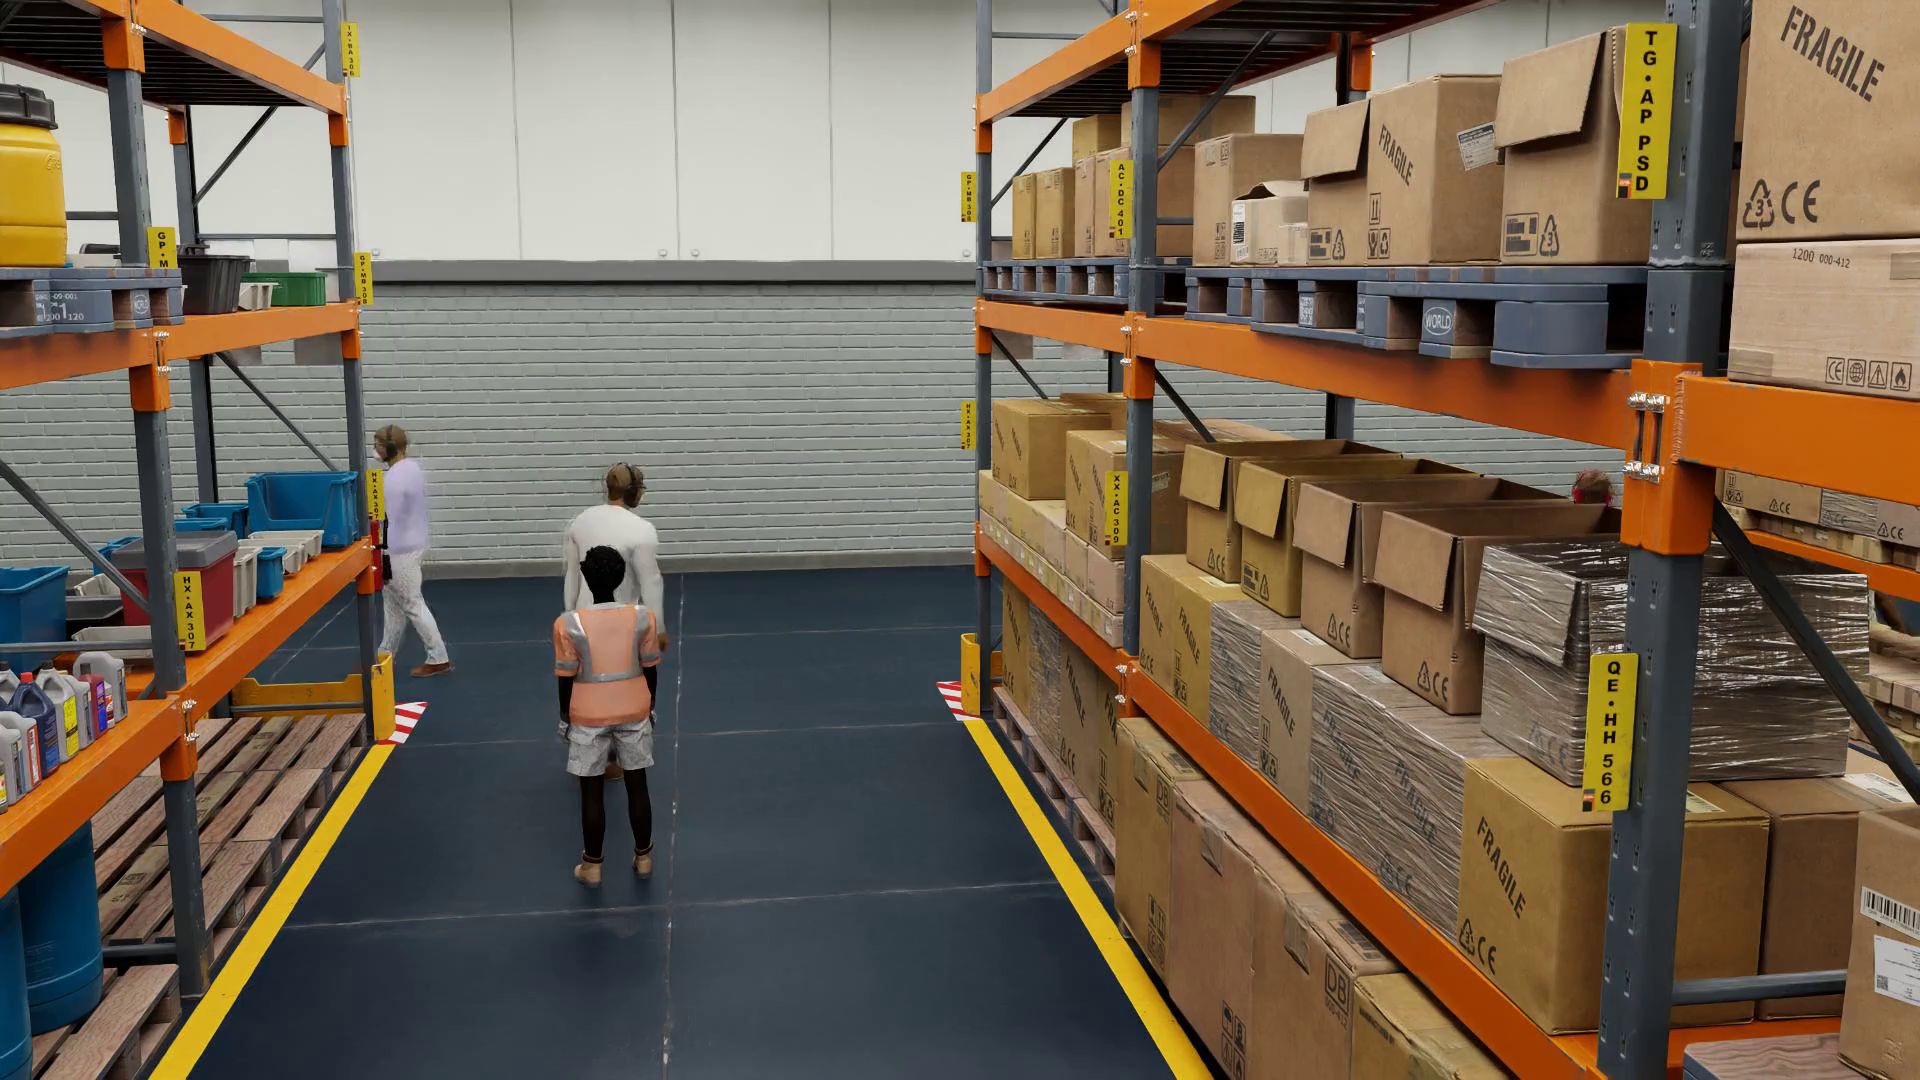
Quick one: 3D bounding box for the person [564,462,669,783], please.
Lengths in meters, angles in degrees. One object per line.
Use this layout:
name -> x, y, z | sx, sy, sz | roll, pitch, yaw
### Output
person -> -2.037, 0.492, 9.868 | 0.640, 1.904, 0.637 | 7, 12, 38

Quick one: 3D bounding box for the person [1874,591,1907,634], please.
person -> 6.764, 0.027, 12.721 | 1.223, 1.938, 0.624 | 4, 10, 25

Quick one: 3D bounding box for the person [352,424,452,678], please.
person -> -4.163, 0.095, 12.332 | 0.677, 1.927, 0.650 | -1, 9, -8

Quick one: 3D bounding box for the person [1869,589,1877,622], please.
person -> 6.429, 0.182, 11.945 | 0.516, 1.860, 0.322 | -3, 10, -18

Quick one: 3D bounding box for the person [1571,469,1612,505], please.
person -> 3.879, 0.455, 10.381 | 0.602, 1.806, 0.919 | 2, 9, 13

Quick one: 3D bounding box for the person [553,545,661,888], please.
person -> -1.734, 0.866, 8.207 | 0.535, 1.700, 0.318 | -5, 10, -27
